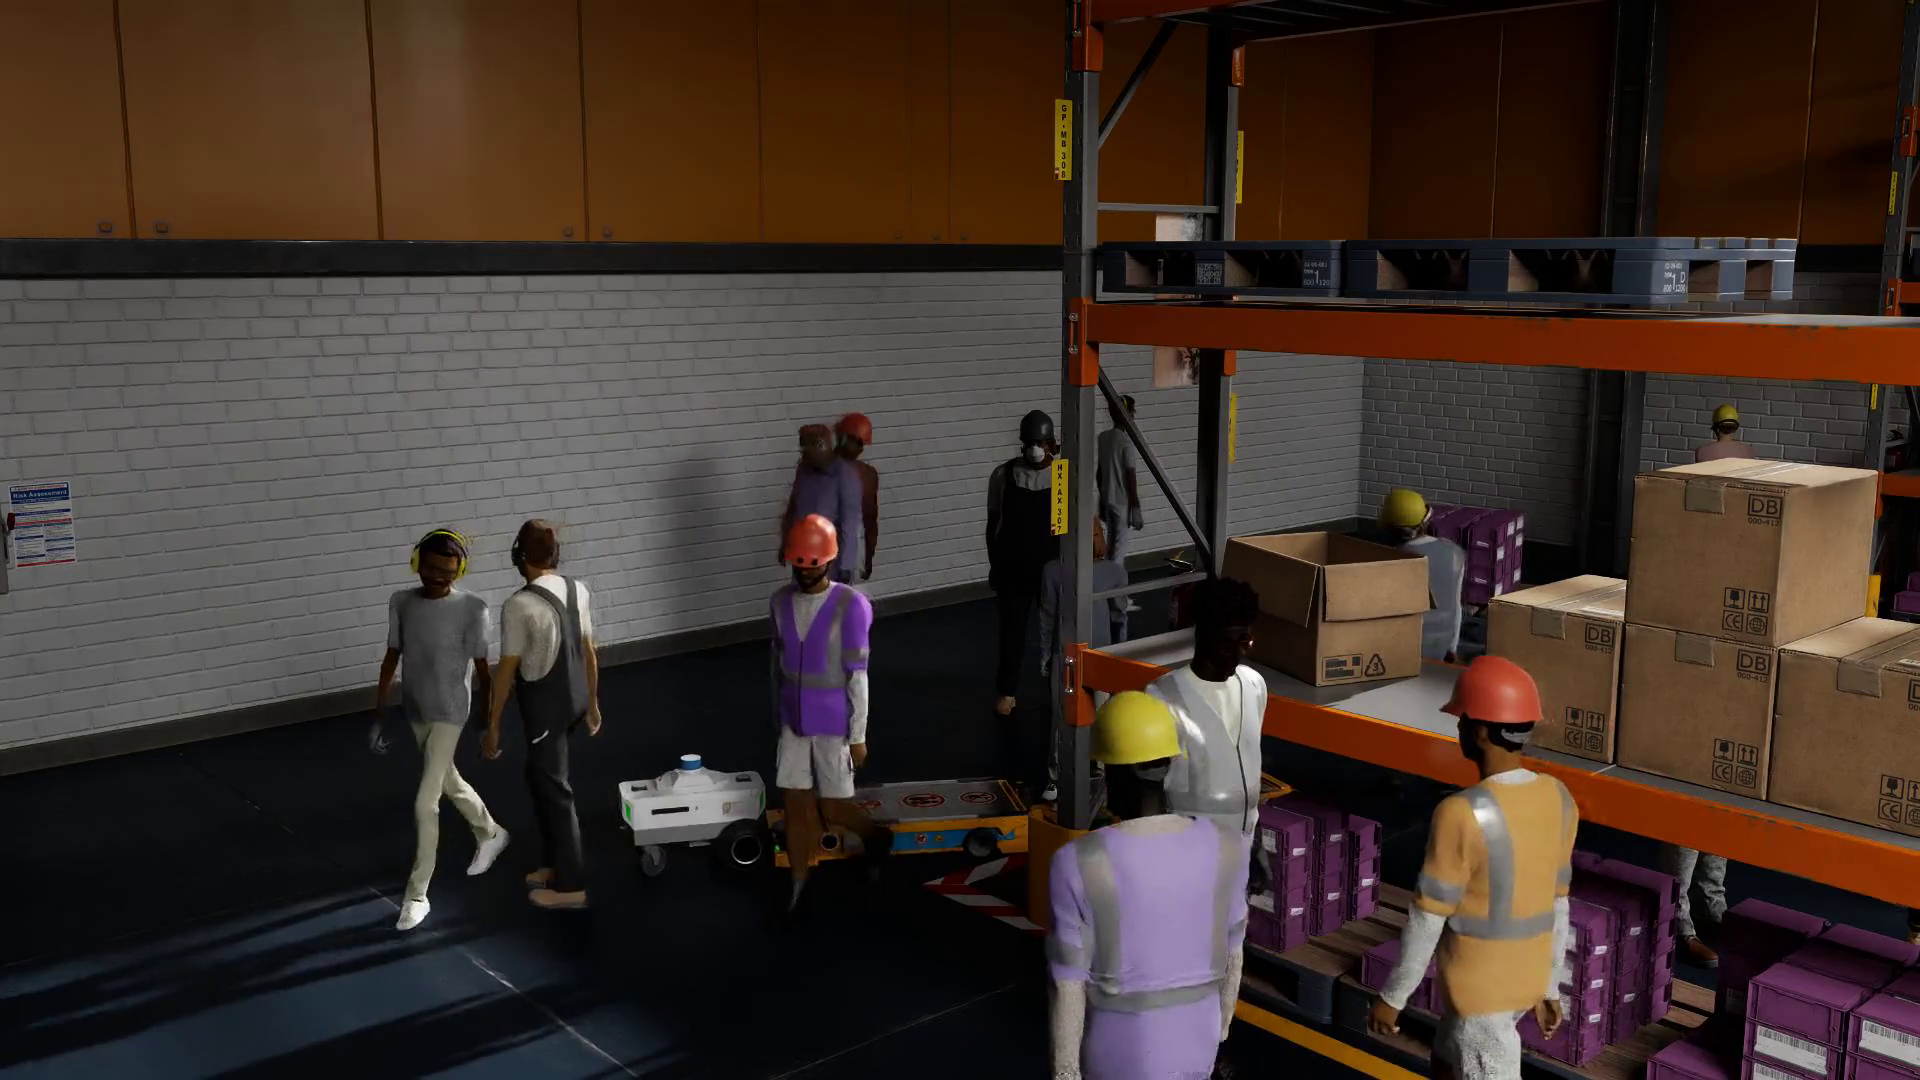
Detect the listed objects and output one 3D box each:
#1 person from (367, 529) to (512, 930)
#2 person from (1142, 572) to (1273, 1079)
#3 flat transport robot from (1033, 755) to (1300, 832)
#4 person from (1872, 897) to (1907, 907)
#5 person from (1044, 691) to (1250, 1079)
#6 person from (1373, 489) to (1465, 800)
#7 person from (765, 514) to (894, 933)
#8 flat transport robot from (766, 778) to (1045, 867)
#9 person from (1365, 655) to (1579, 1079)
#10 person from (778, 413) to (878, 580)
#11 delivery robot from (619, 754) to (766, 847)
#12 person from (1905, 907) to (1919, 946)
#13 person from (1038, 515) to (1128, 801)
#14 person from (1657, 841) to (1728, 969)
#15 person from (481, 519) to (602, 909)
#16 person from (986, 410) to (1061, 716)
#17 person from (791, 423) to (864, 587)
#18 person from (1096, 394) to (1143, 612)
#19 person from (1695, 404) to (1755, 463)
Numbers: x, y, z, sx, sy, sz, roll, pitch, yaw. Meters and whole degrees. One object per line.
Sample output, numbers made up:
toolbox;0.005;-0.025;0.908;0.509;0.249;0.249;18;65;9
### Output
person;-2.404;0.828;7.807;0.567;1.834;0.945;4;10;20
person;0.859;1.080;5.796;0.603;1.959;0.375;-8;13;-39
flat transport robot;1.171;1.394;8.894;1.431;0.197;0.652;-4;11;-22
person;4.770;0.862;7.532;1.025;1.809;0.528;7;12;35
person;0.469;1.332;4.493;0.605;1.899;0.731;-3;10;-16
person;2.470;0.592;9.151;0.613;1.785;0.529;-3;10;-19
person;-0.606;0.802;7.570;0.560;1.909;0.649;6;11;29
flat transport robot;-0.267;1.444;8.600;1.431;0.197;0.652;-2;10;-10
person;1.540;1.278;4.861;0.562;1.894;0.986;-8;13;-40
person;-0.896;0.071;11.775;0.688;1.930;0.804;-4;11;-24
delivery robot;-1.334;1.311;8.272;0.707;0.478;0.477;-3;10;-15
person;4.261;1.003;7.011;0.317;1.695;0.540;-2;10;-13
person;0.678;0.653;9.242;0.498;1.634;0.278;2;10;11
person;3.280;0.854;7.179;0.632;1.940;0.372;-6;12;-33
person;-1.949;0.815;7.753;0.527;1.817;0.578;4;10;22
person;0.500;0.157;10.960;0.683;2.000;0.538;1;10;6
person;-0.957;0.130;11.597;0.637;1.882;0.433;8;13;39
person;1.373;-0.312;14.226;0.332;1.870;0.519;-5;11;-27
person;6.540;-0.280;14.320;0.523;1.769;0.316;0;10;-3
